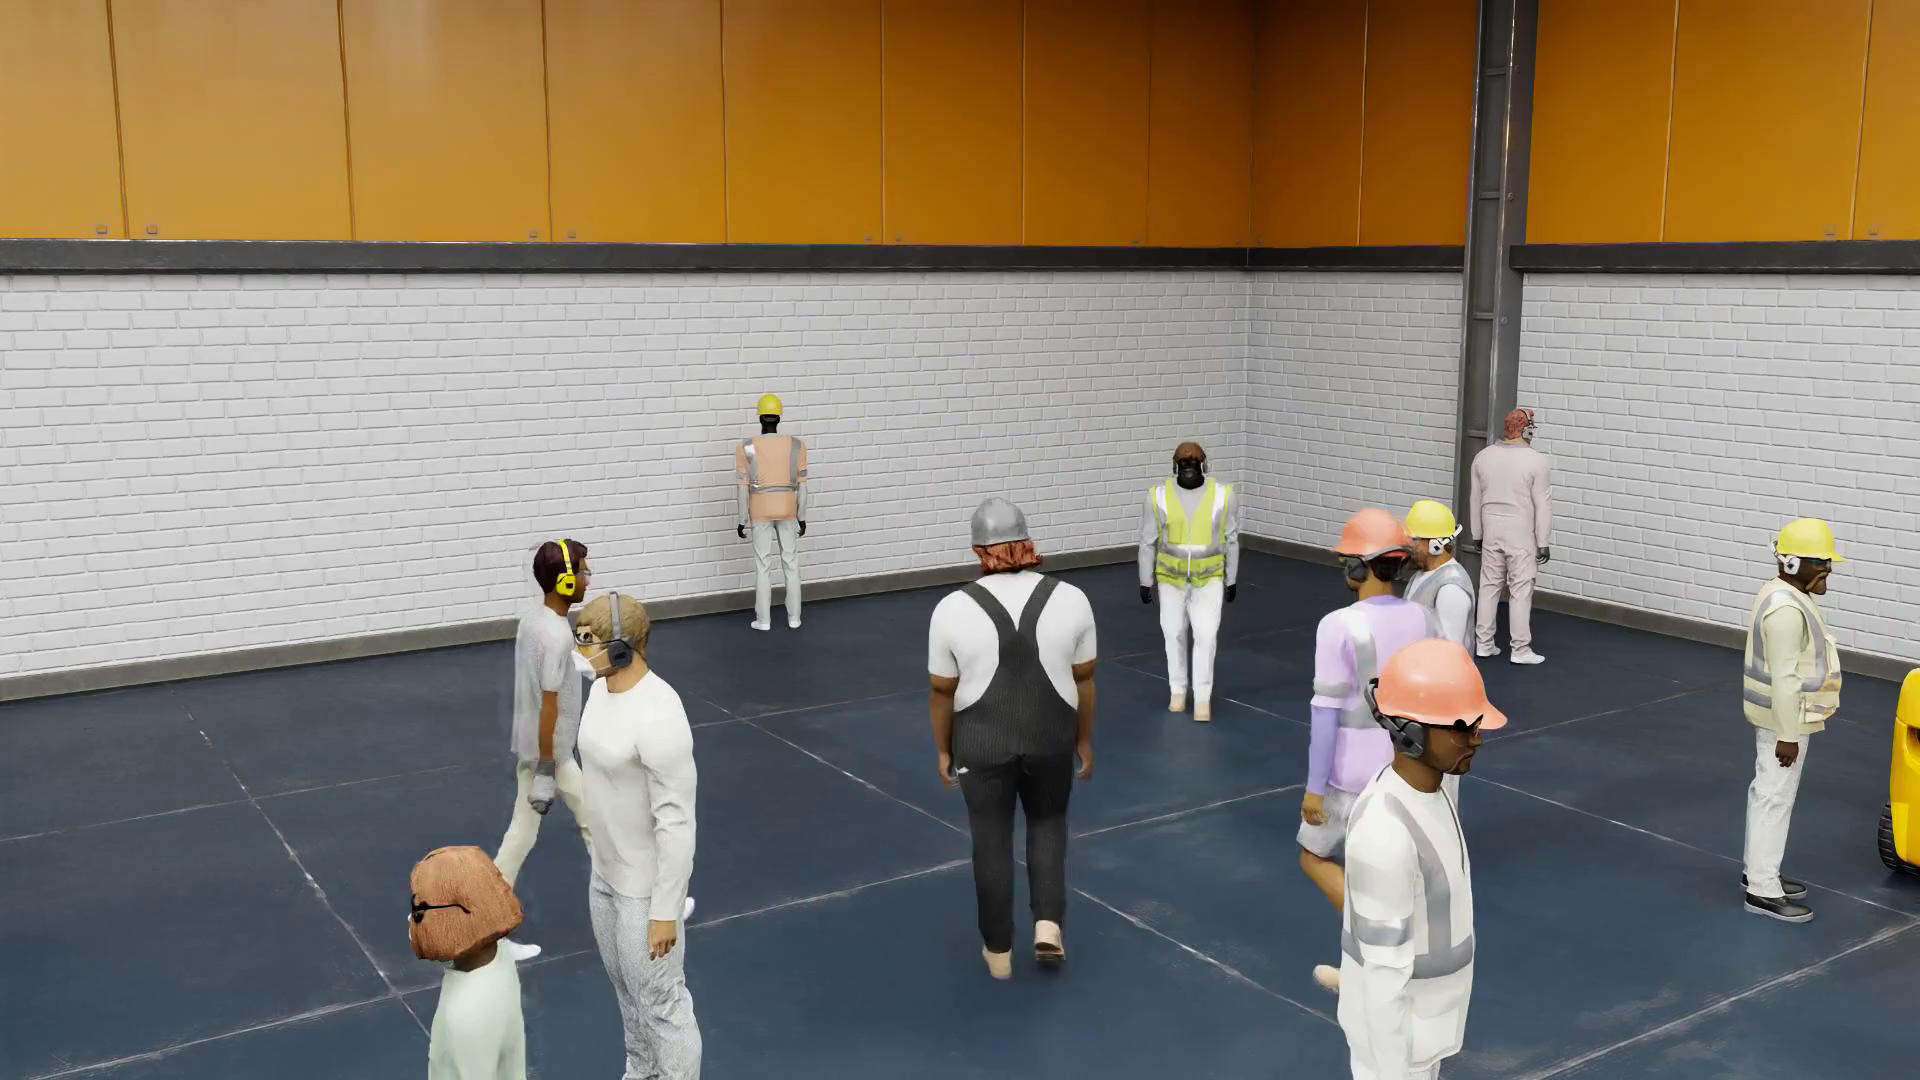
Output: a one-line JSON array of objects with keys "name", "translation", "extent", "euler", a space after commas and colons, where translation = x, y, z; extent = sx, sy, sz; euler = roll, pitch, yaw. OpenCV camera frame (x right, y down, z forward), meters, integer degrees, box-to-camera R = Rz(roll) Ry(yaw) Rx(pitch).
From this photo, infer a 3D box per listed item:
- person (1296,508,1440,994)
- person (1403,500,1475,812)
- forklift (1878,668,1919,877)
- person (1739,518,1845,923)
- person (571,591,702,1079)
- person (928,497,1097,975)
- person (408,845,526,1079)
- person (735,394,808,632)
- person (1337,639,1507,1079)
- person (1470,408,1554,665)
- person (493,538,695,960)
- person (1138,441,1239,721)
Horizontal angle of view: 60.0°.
[{"name": "person", "translation": [1.616, 0.889, 6.503], "extent": [0.628, 2.024, 0.526], "euler": [-6, 11, -34]}, {"name": "person", "translation": [2.303, 0.711, 8.182], "extent": [0.403, 1.826, 0.591], "euler": [0, 9, 2]}, {"name": "forklift", "translation": [5.511, 0.571, 7.906], "extent": [2.313, 2.155, 1.214], "euler": [-6, 11, -33]}, {"name": "person", "translation": [3.789, 0.803, 7.602], "extent": [0.404, 1.828, 0.603], "euler": [4, 10, 24]}, {"name": "person", "translation": [-1.051, 1.113, 5.415], "extent": [0.353, 1.936, 0.633], "euler": [-6, 11, -31]}, {"name": "person", "translation": [0.206, 0.806, 6.953], "extent": [0.697, 2.000, 0.538], "euler": [-1, 9, -5]}, {"name": "person", "translation": [-1.078, 1.508, 4.031], "extent": [0.710, 1.603, 0.503], "euler": [-3, 10, -15]}, {"name": "person", "translation": [-1.524, -0.216, 13.447], "extent": [0.589, 1.928, 0.386], "euler": [-3, 10, -17]}, {"name": "person", "translation": [1.164, 1.251, 4.262], "extent": [0.373, 2.042, 0.614], "euler": [4, 10, 23]}, {"name": "person", "translation": [4.122, -0.030, 12.391], "extent": [0.402, 1.906, 0.652], "euler": [-8, 12, -39]}, {"name": "person", "translation": [-1.669, 0.899, 7.091], "extent": [0.981, 1.813, 0.521], "euler": [-6, 11, -31]}, {"name": "person", "translation": [1.480, 0.272, 10.838], "extent": [0.653, 1.816, 0.726], "euler": [2, 10, 10]}]
